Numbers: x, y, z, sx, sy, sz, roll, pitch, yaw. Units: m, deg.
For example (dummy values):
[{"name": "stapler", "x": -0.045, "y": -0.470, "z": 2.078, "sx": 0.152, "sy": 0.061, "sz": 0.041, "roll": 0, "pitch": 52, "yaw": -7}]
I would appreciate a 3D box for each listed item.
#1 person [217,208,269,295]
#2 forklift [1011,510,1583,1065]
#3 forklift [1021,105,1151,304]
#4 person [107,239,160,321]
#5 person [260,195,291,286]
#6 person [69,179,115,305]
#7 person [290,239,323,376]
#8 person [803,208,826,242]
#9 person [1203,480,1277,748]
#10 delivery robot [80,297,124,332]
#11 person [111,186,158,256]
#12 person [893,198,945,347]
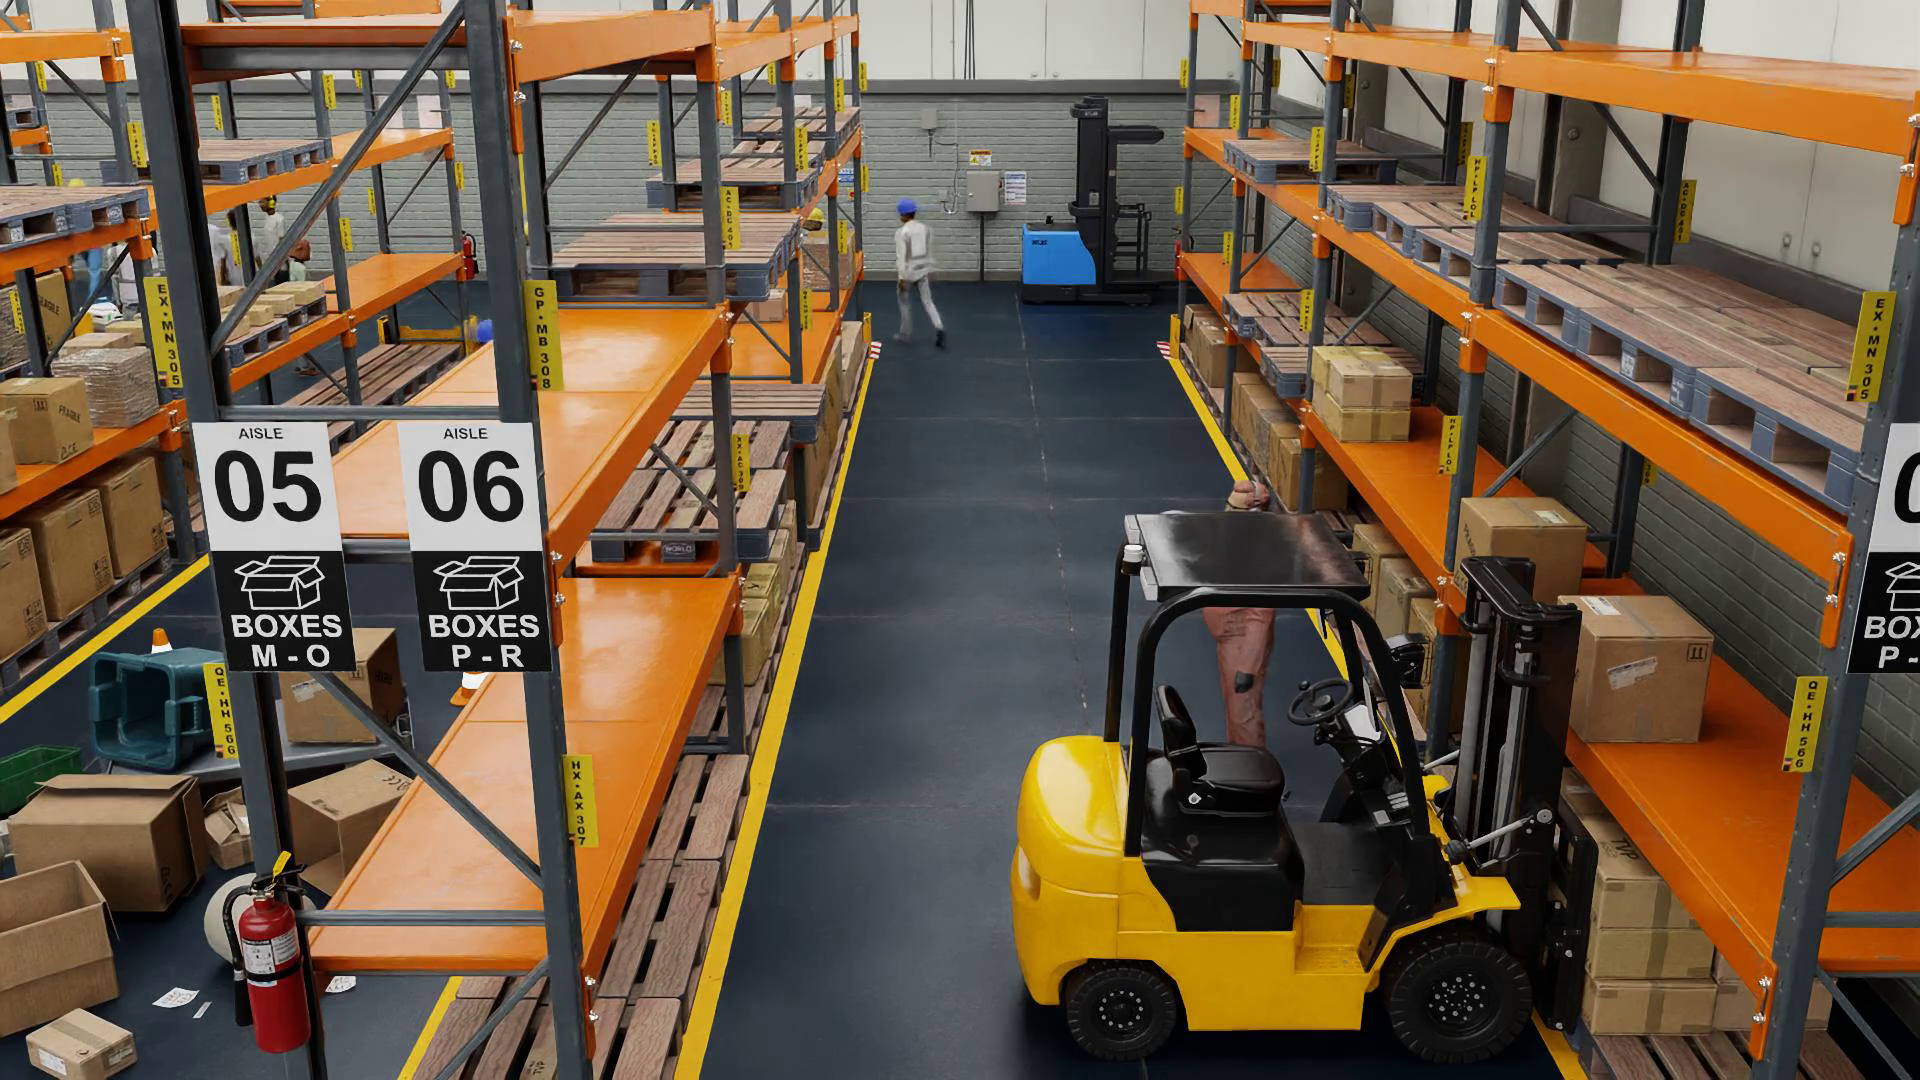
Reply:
[{"name": "person", "x": -9.026, "y": -3.251, "z": 20.942, "sx": 0.548, "sy": 1.842, "sz": 0.696, "roll": -3, "pitch": 19, "yaw": -10}, {"name": "forklift", "x": 1.387, "y": 1.055, "z": 7.378, "sx": 2.313, "sy": 2.155, "sz": 1.214, "roll": 0, "pitch": 18, "yaw": 0}, {"name": "forklift", "x": 1.857, "y": -4.944, "z": 24.441, "sx": 1.873, "sy": 2.768, "sz": 1.129, "roll": 0, "pitch": 18, "yaw": 0}, {"name": "person", "x": -9.692, "y": -2.860, "z": 19.637, "sx": 0.545, "sy": 1.931, "sz": 0.381, "roll": -4, "pitch": 19, "yaw": -12}, {"name": "person", "x": -9.266, "y": -3.808, "z": 22.614, "sx": 0.326, "sy": 1.861, "sz": 0.507, "roll": -17, "pitch": 25, "yaw": -42}, {"name": "person", "x": -12.332, "y": -4.201, "z": 23.759, "sx": 0.699, "sy": 1.867, "sz": 0.980, "roll": 1, "pitch": 18, "yaw": 4}, {"name": "person", "x": -7.834, "y": -2.773, "z": 19.857, "sx": 0.318, "sy": 1.621, "sz": 0.514, "roll": -11, "pitch": 21, "yaw": -31}, {"name": "person", "x": -1.900, "y": -3.476, "z": 21.805, "sx": 0.325, "sy": 1.729, "sz": 0.494, "roll": -1, "pitch": 18, "yaw": -3}, {"name": "person", "x": 1.545, "y": 0.587, "z": 9.237, "sx": 0.409, "sy": 1.913, "sz": 0.648, "roll": 0, "pitch": 18, "yaw": 0}, {"name": "delivery robot", "x": -11.254, "y": -2.950, "z": 21.910, "sx": 0.707, "sy": 0.478, "sz": 0.477, "roll": 12, "pitch": 21, "yaw": 31}, {"name": "person", "x": -11.800, "y": -4.188, "z": 23.784, "sx": 0.619, "sy": 1.845, "sz": 0.430, "roll": -6, "pitch": 19, "yaw": -16}, {"name": "person", "x": -0.544, "y": -3.446, "z": 21.442, "sx": 0.623, "sy": 1.914, "sz": 0.863, "roll": -15, "pitch": 24, "yaw": -38}]
